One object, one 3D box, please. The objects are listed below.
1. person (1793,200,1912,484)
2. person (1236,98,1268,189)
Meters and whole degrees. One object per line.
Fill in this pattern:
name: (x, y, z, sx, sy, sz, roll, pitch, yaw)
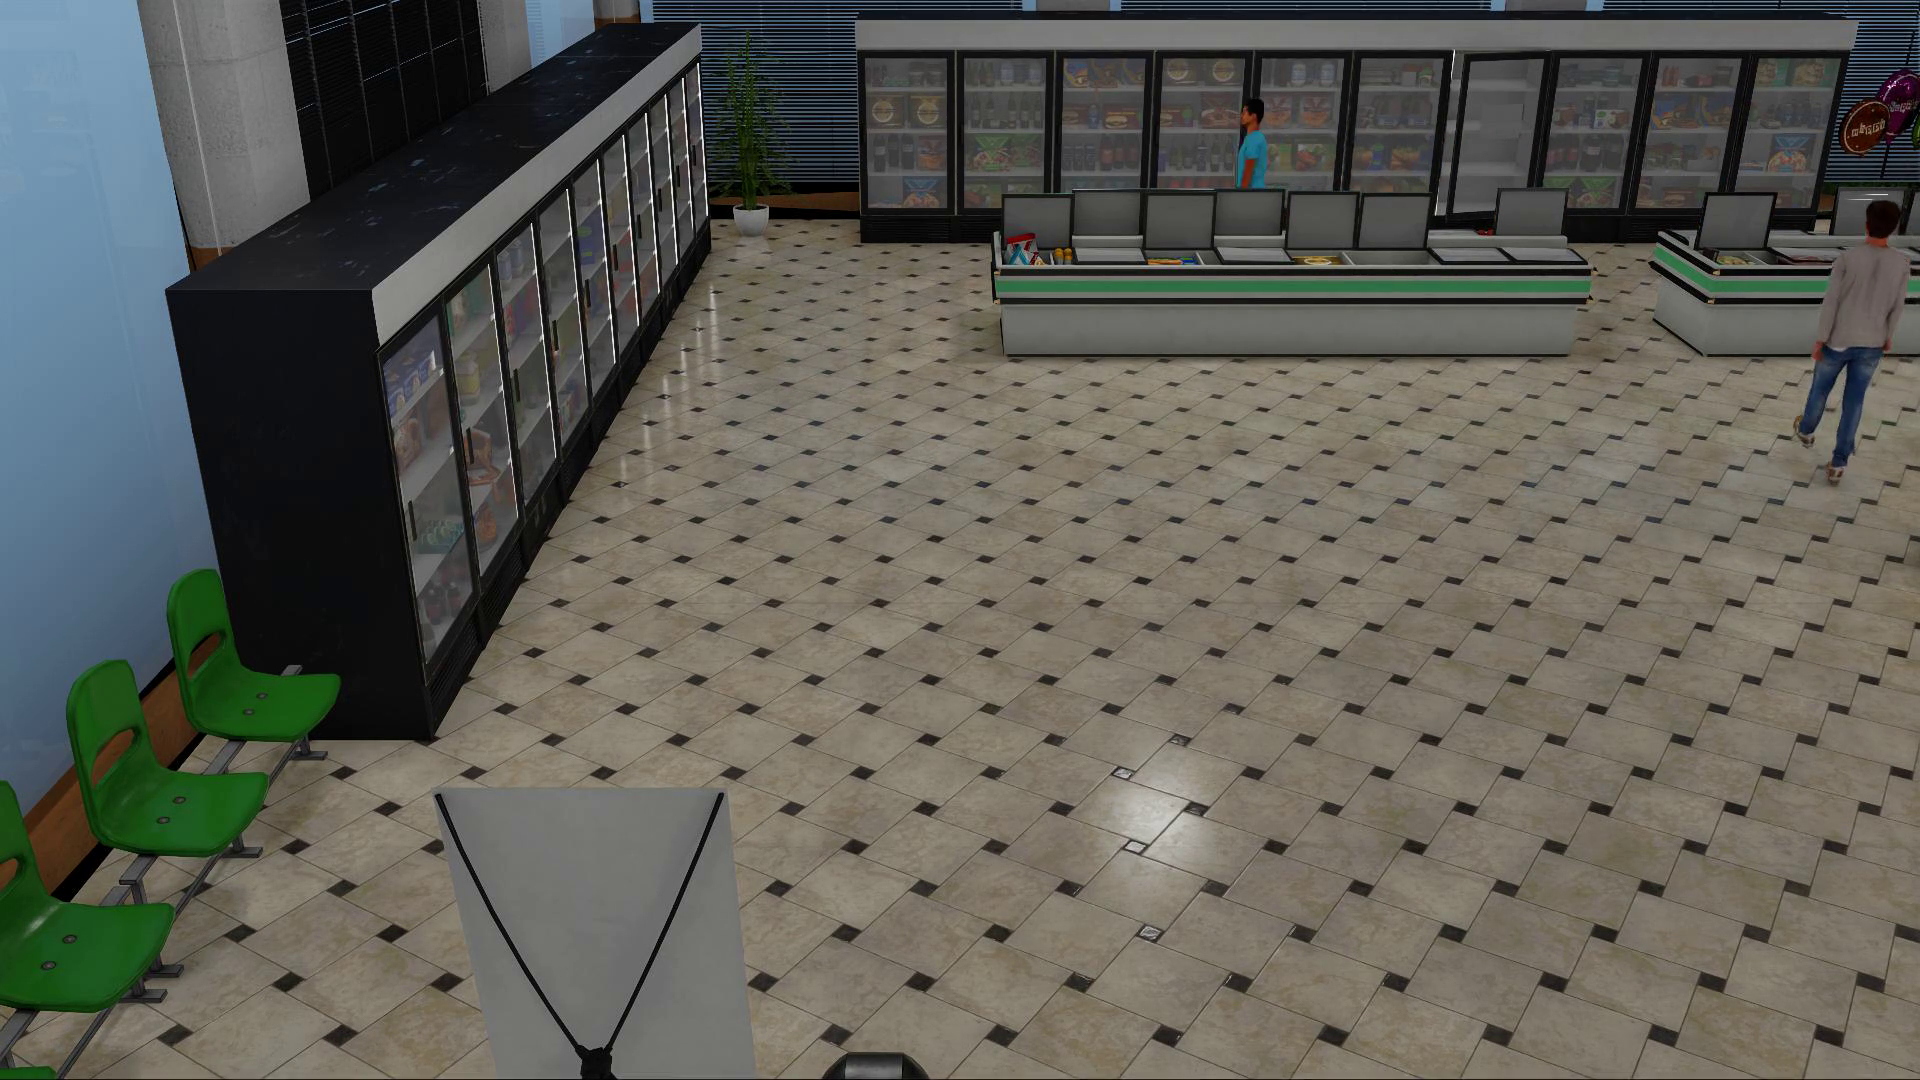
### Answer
person: (6.022, -1.284, 11.179, 1.150, 1.860, 0.967, 7, 25, 15)
person: (2.864, -3.317, 15.946, 0.587, 1.762, 0.624, 0, 24, 1)
